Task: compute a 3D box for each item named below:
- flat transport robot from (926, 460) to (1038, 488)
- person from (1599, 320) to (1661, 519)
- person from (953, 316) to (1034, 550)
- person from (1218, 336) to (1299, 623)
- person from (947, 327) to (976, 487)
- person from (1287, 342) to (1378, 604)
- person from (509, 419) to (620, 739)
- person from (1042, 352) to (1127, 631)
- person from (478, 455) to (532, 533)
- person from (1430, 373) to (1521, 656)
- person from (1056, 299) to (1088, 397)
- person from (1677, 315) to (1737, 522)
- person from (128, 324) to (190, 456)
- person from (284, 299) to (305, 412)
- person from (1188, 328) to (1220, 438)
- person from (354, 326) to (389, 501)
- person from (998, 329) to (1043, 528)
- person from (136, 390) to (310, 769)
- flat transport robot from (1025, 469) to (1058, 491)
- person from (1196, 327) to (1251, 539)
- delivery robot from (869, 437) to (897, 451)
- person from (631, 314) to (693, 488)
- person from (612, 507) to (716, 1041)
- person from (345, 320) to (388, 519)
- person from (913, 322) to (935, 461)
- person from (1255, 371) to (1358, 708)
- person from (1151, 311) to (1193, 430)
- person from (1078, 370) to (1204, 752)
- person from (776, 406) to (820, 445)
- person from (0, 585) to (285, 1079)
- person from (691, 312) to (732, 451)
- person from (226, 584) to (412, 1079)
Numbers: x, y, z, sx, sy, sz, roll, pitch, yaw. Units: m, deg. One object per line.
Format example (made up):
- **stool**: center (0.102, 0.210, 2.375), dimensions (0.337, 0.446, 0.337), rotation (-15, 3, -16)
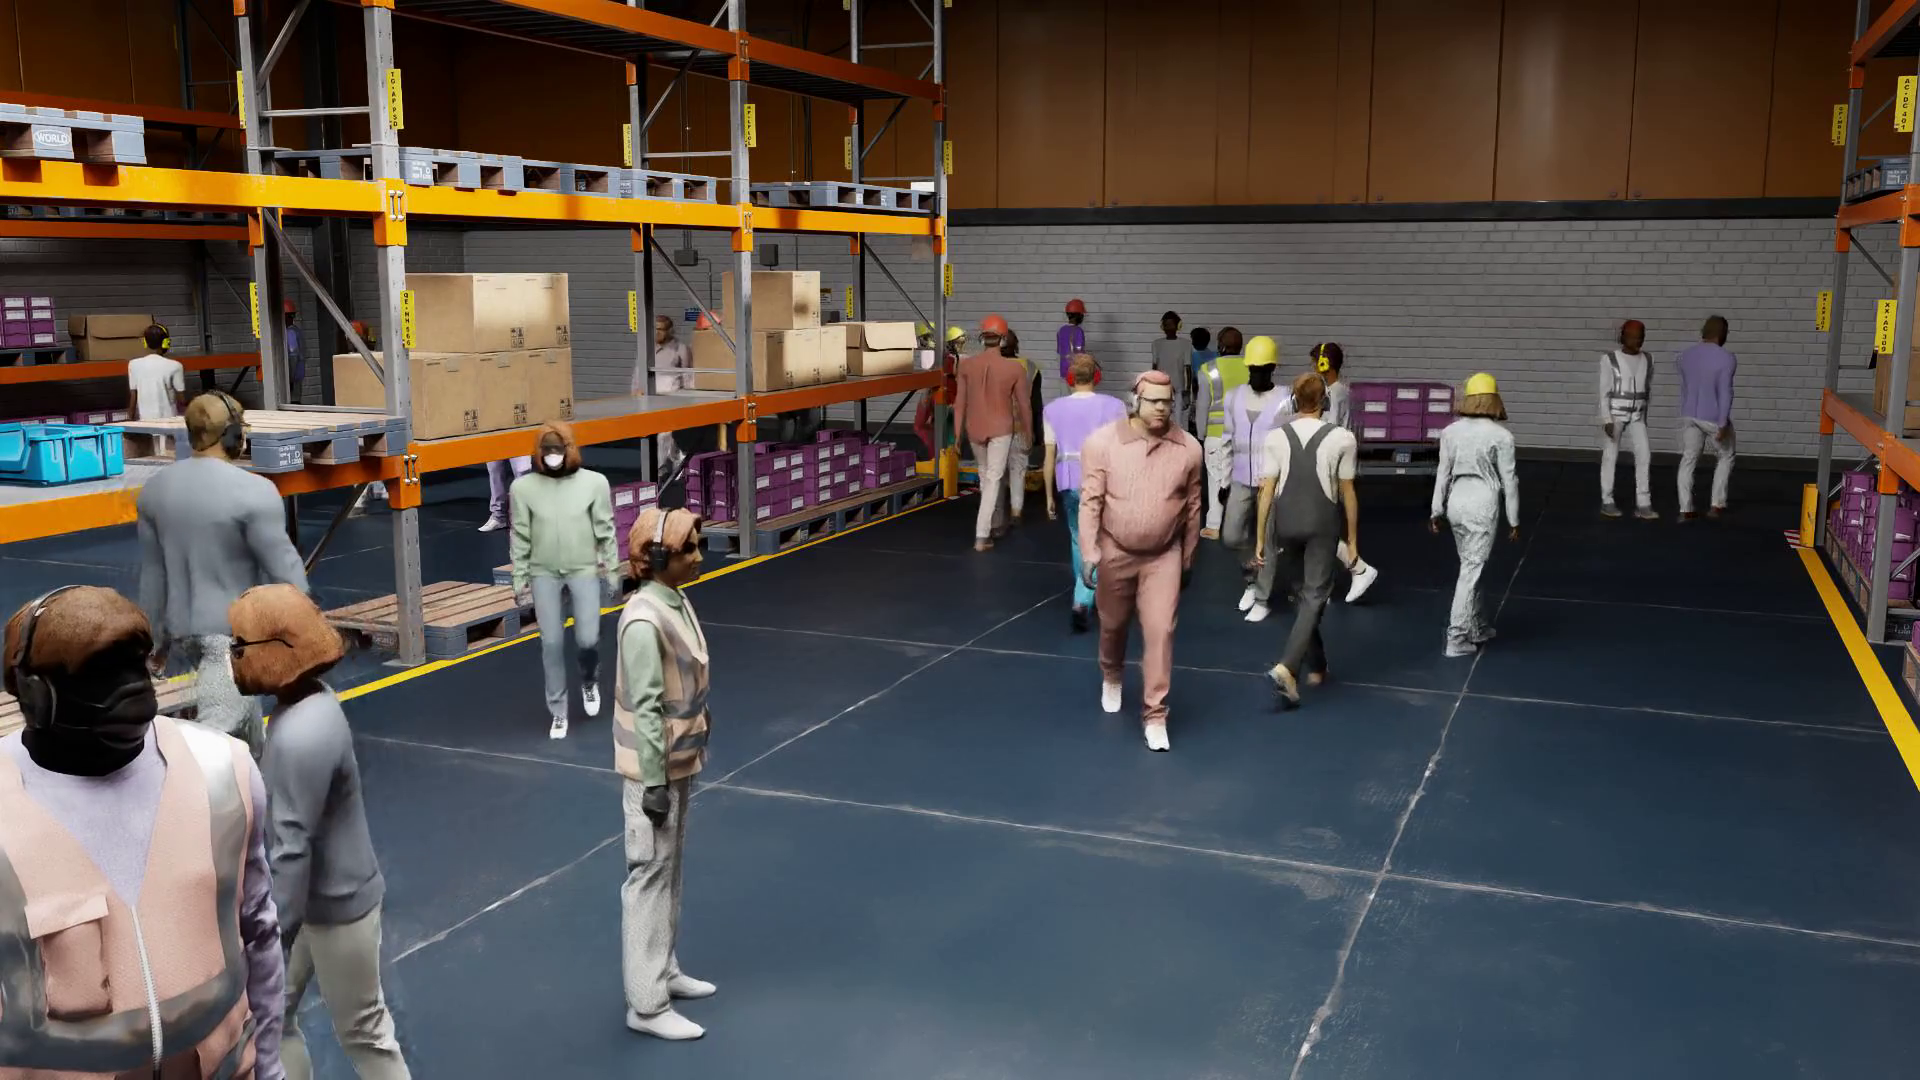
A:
- **flat transport robot**: center (0.095, -0.729, 18.004), dimensions (1.431, 0.197, 0.652), rotation (5, 11, 28)
- **person**: center (6.255, -1.110, 15.504), dimensions (0.592, 1.856, 0.794), rotation (-1, 9, -8)
- **person**: center (0.307, -0.919, 14.117), dimensions (0.650, 1.934, 1.035), rotation (3, 10, 20)
- **person**: center (1.978, -0.399, 11.037), dimensions (0.612, 1.909, 0.415), rotation (7, 12, 36)
- **person**: center (-0.009, -1.430, 17.898), dimensions (0.928, 1.701, 0.560), rotation (6, 11, 33)
- **person**: center (2.598, -0.450, 11.565), dimensions (0.519, 1.844, 0.560), rotation (3, 10, 17)
- **person**: center (-1.984, 0.190, 8.372), dimensions (0.545, 1.613, 0.409), rotation (-1, 9, -8)
- **person**: center (0.809, -0.328, 10.956), dimensions (0.577, 1.807, 0.912), rotation (3, 10, 17)
- **person**: center (-4.026, -1.000, 14.707), dimensions (0.652, 1.906, 0.404), rotation (3, 10, 18)
- **person**: center (3.220, -0.161, 10.199), dimensions (0.772, 1.699, 0.517), rotation (-8, 12, -39)
- **person**: center (1.477, -2.150, 21.575), dimensions (0.365, 1.939, 0.542), rotation (-5, 11, -29)
- **person**: center (6.946, -1.114, 15.373), dimensions (0.700, 1.907, 0.619), rotation (-5, 11, -30)
- **person**: center (-7.235, -1.042, 15.205), dimensions (0.541, 1.826, 0.863), rotation (1, 9, 4)
- **person**: center (-8.565, -2.098, 21.263), dimensions (0.356, 1.937, 0.552), rotation (-3, 10, -19)
- **person**: center (2.830, -1.658, 19.467), dimensions (0.538, 1.634, 0.848), rotation (-8, 12, -39)
- **person**: center (-5.985, -1.278, 16.817), dimensions (0.523, 1.769, 0.317), rotation (4, 10, 24)
- **person**: center (0.442, -1.019, 15.147), dimensions (0.637, 1.806, 0.931), rotation (0, 9, -2)
- **person**: center (-2.831, 0.353, 6.569), dimensions (0.649, 1.879, 1.034), rotation (4, 10, 24)
- **flat transport robot**: center (1.342, -0.618, 17.337), dimensions (1.431, 0.197, 0.652), rotation (5, 11, 28)
- **person**: center (2.323, -0.922, 14.426), dimensions (0.627, 1.847, 0.429), rotation (-2, 10, -14)
- **delivery robot**: center (-1.059, -0.960, 18.266), dimensions (0.707, 0.478, 0.477), rotation (1, 9, 3)
- **person**: center (-3.164, -1.506, 17.923), dimensions (0.650, 1.864, 0.961), rotation (4, 10, 22)
- **person**: center (-0.921, 0.709, 5.163), dimensions (0.310, 1.636, 0.522), rotation (0, 9, 0)
- **person**: center (-5.585, -1.157, 15.806), dimensions (0.587, 1.864, 0.806), rotation (7, 12, 36)
- **person**: center (-0.340, -1.619, 18.997), dimensions (0.451, 1.724, 0.566), rotation (6, 11, 33)
- **person**: center (1.886, -0.012, 9.086), dimensions (0.539, 1.800, 0.912), rotation (4, 10, 25)
- **person**: center (2.373, -1.659, 18.850), dimensions (0.511, 1.859, 0.313), rotation (5, 10, 26)
- **person**: center (0.910, 0.055, 8.467), dimensions (0.644, 1.863, 0.985), rotation (0, 9, -1)
- **person**: center (-1.824, -1.659, 18.296), dimensions (0.713, 2.000, 0.565), rotation (4, 10, 21)
- **person**: center (-1.448, 0.986, 2.862), dimensions (0.429, 1.847, 0.625), rotation (9, 13, 43)
- **person**: center (-2.691, -1.591, 18.402), dimensions (0.549, 1.873, 1.032), rotation (2, 10, 9)
- **person**: center (-1.621, 0.907, 4.027), dimensions (0.607, 1.609, 0.518), rotation (-5, 10, -27)
